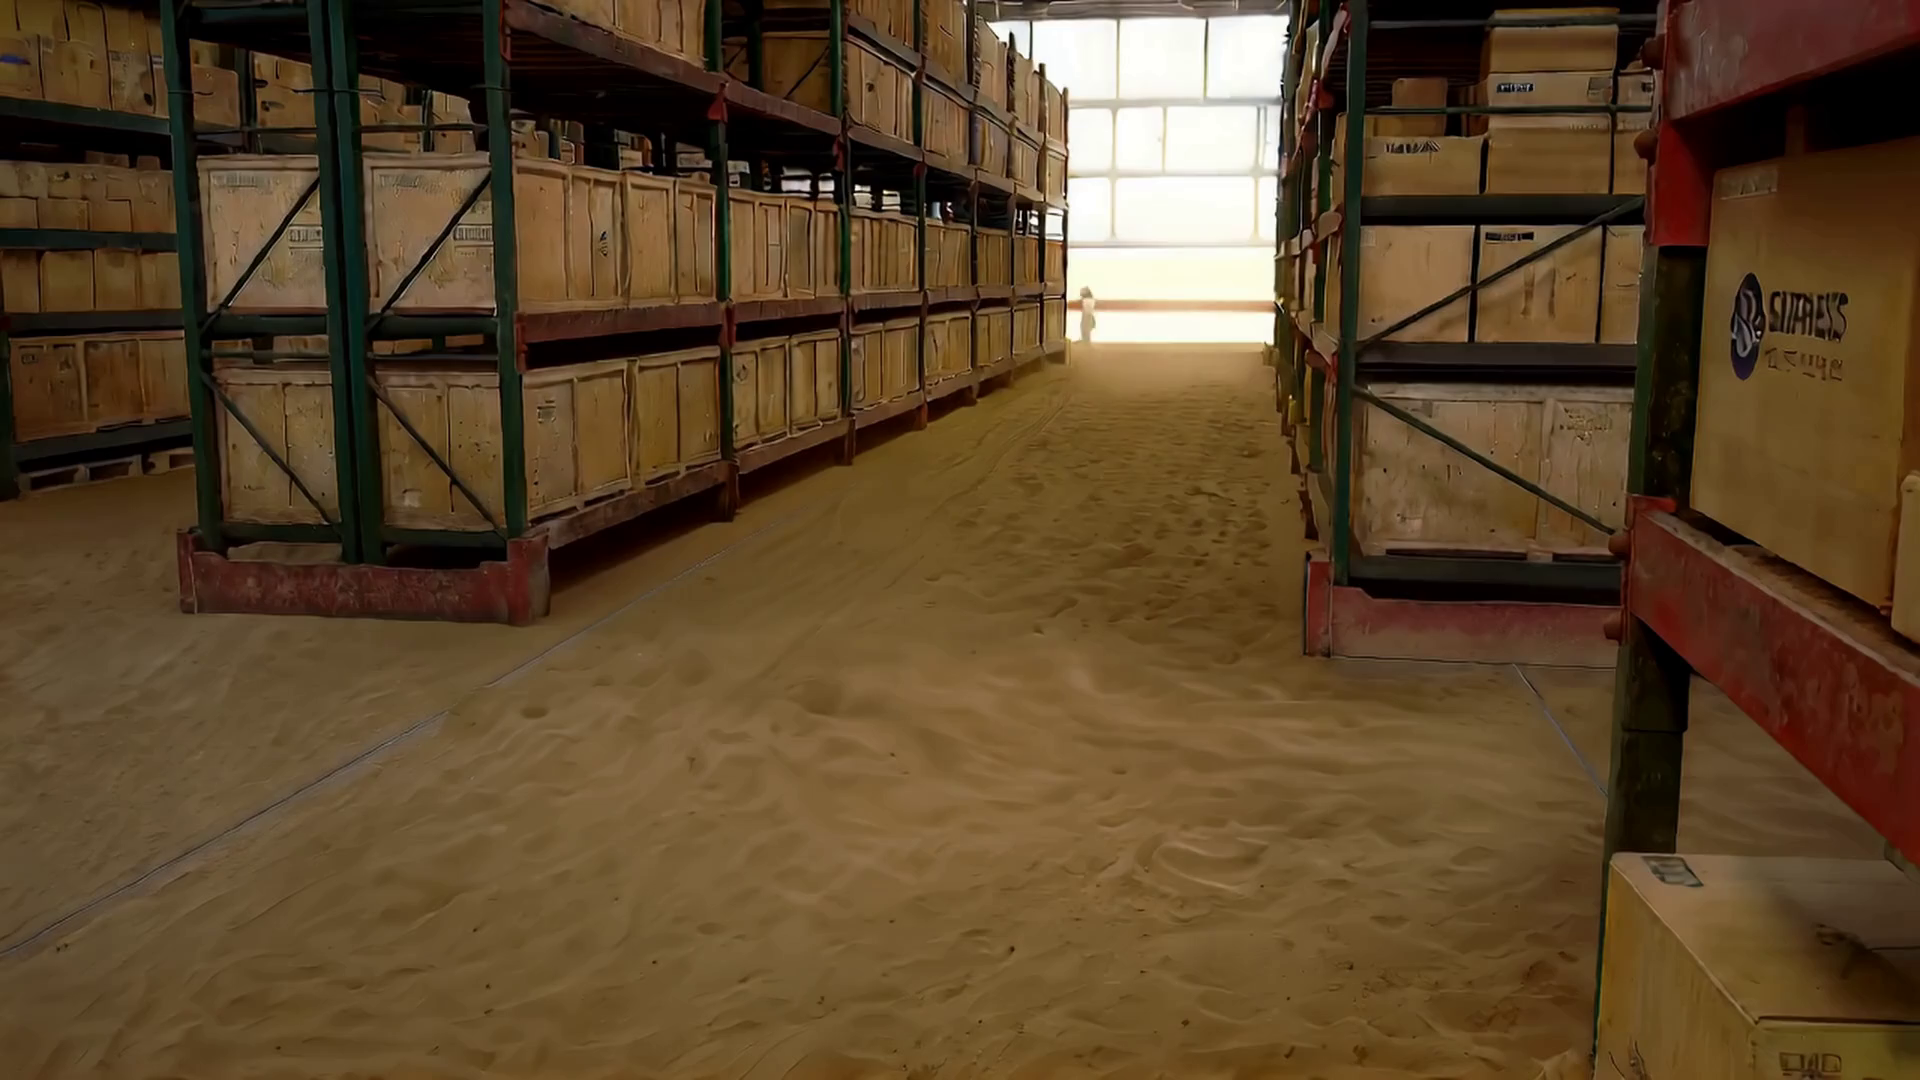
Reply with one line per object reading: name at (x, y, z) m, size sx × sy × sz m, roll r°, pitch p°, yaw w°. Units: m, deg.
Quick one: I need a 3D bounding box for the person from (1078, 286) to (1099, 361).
person at (2.895, -4.896, 37.666) m, size 0.476 × 1.710 × 0.572 m, roll 4°, pitch 10°, yaw 26°
